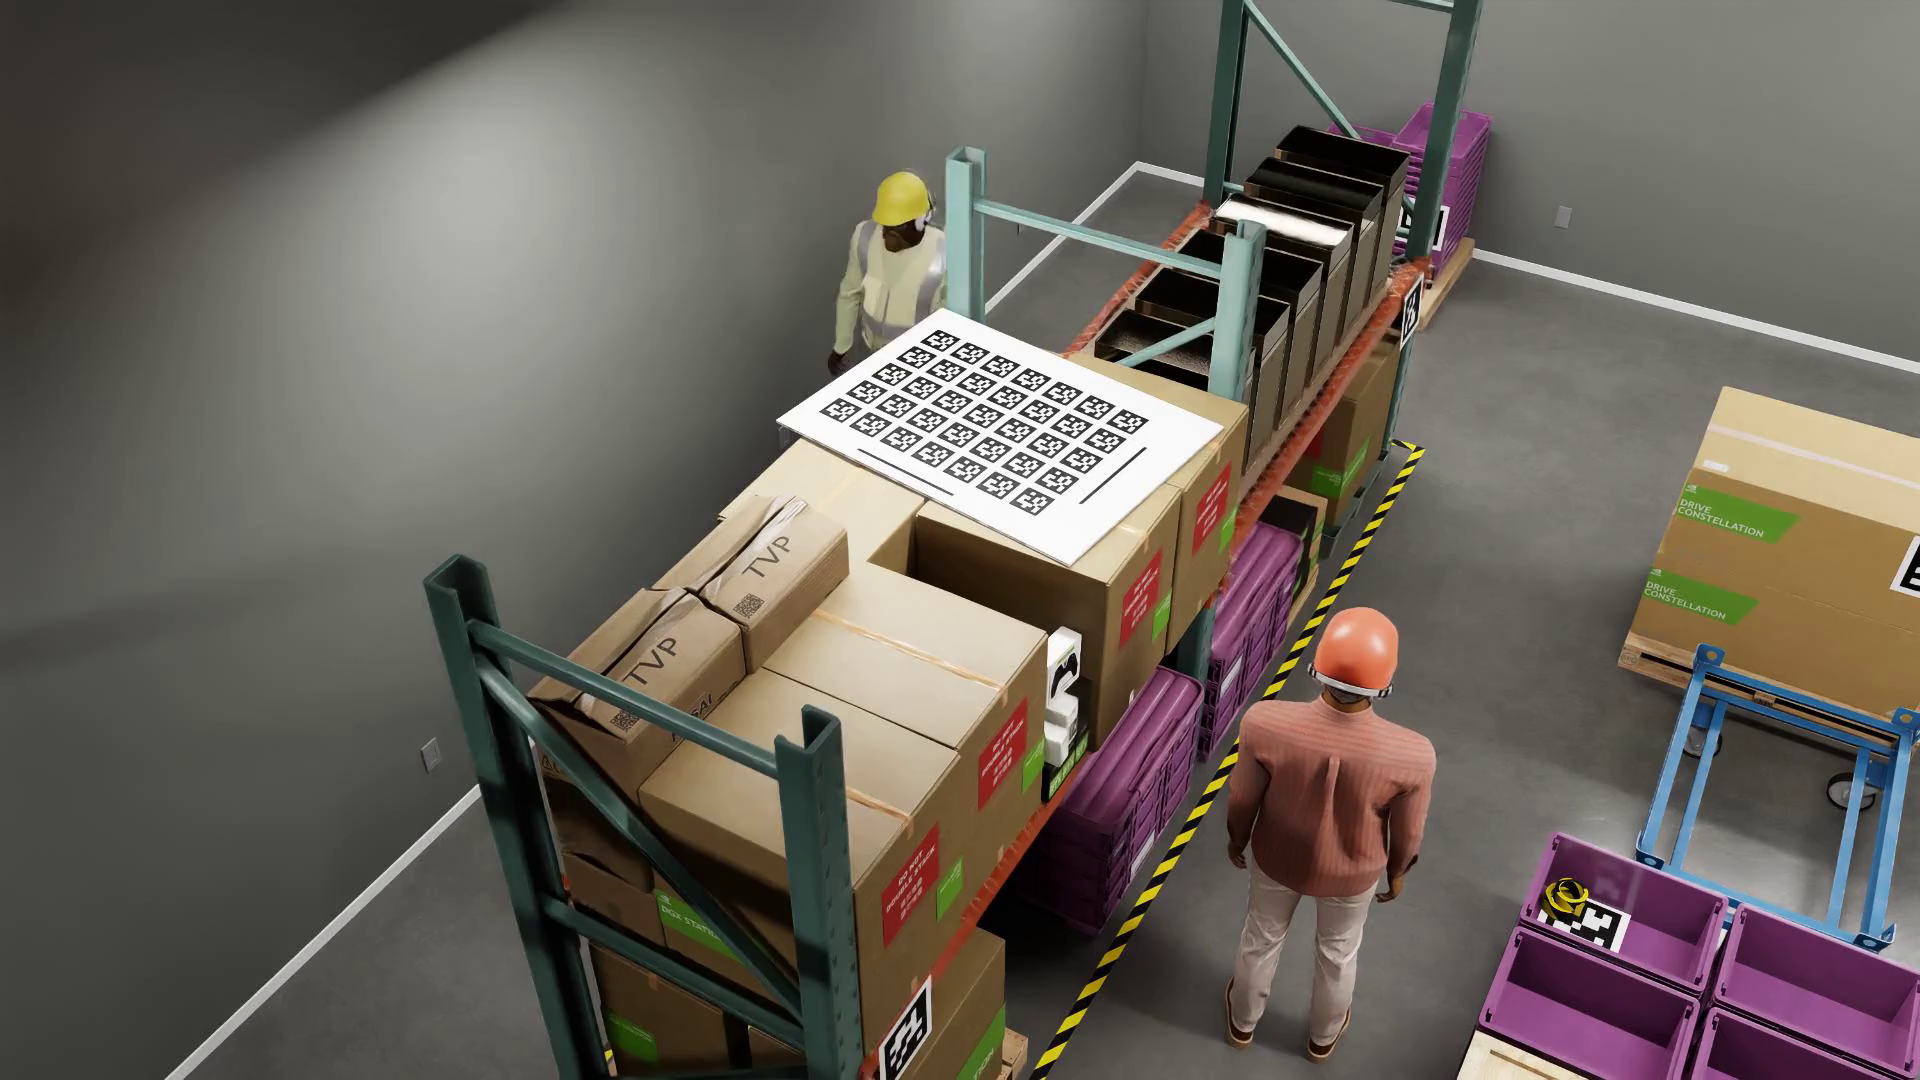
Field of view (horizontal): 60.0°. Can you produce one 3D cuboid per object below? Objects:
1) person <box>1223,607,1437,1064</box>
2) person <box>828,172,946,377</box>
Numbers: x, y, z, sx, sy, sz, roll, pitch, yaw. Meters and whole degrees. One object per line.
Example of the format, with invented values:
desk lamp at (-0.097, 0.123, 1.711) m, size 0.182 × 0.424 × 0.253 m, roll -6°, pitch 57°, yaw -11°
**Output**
person at (1.154, 0.996, 5.367) m, size 0.612 × 1.995 × 0.375 m, roll 10°, pitch 41°, yaw 12°
person at (-0.300, -0.881, 7.760) m, size 0.610 × 1.788 × 0.918 m, roll 21°, pitch 44°, yaw 23°
